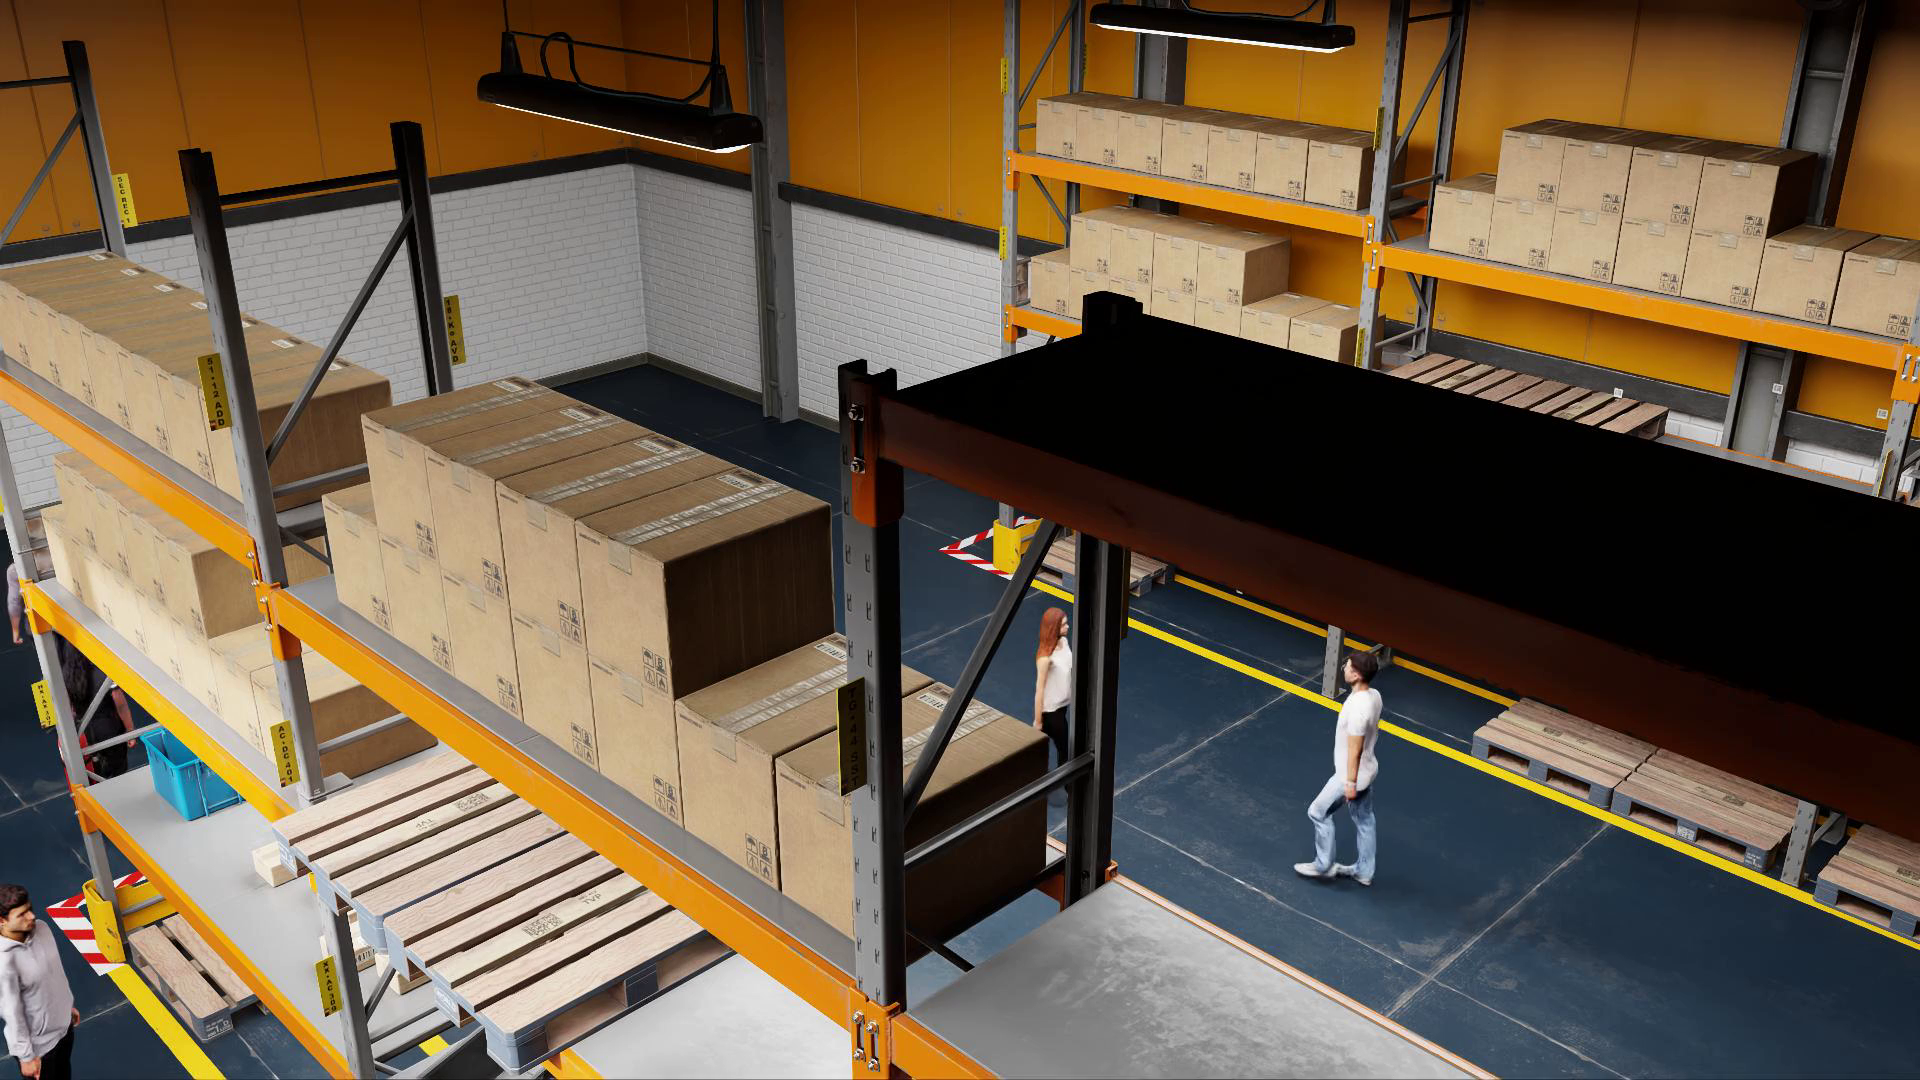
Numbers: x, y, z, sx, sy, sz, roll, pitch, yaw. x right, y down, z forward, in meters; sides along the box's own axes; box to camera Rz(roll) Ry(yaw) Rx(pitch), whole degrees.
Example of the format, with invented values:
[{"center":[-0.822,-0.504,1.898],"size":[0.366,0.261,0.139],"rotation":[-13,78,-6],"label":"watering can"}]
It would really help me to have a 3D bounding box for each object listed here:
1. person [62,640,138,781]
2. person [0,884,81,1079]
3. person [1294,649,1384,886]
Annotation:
[{"center":[-6.495,1.485,12.500],"size":[0.803,1.725,0.863],"rotation":[3,24,7],"label":"person"},{"center":[-5.186,2.752,9.348],"size":[0.819,1.929,0.750],"rotation":[-1,24,-2],"label":"person"},{"center":[2.909,1.679,11.910],"size":[0.828,1.843,0.746],"rotation":[14,27,29],"label":"person"}]
